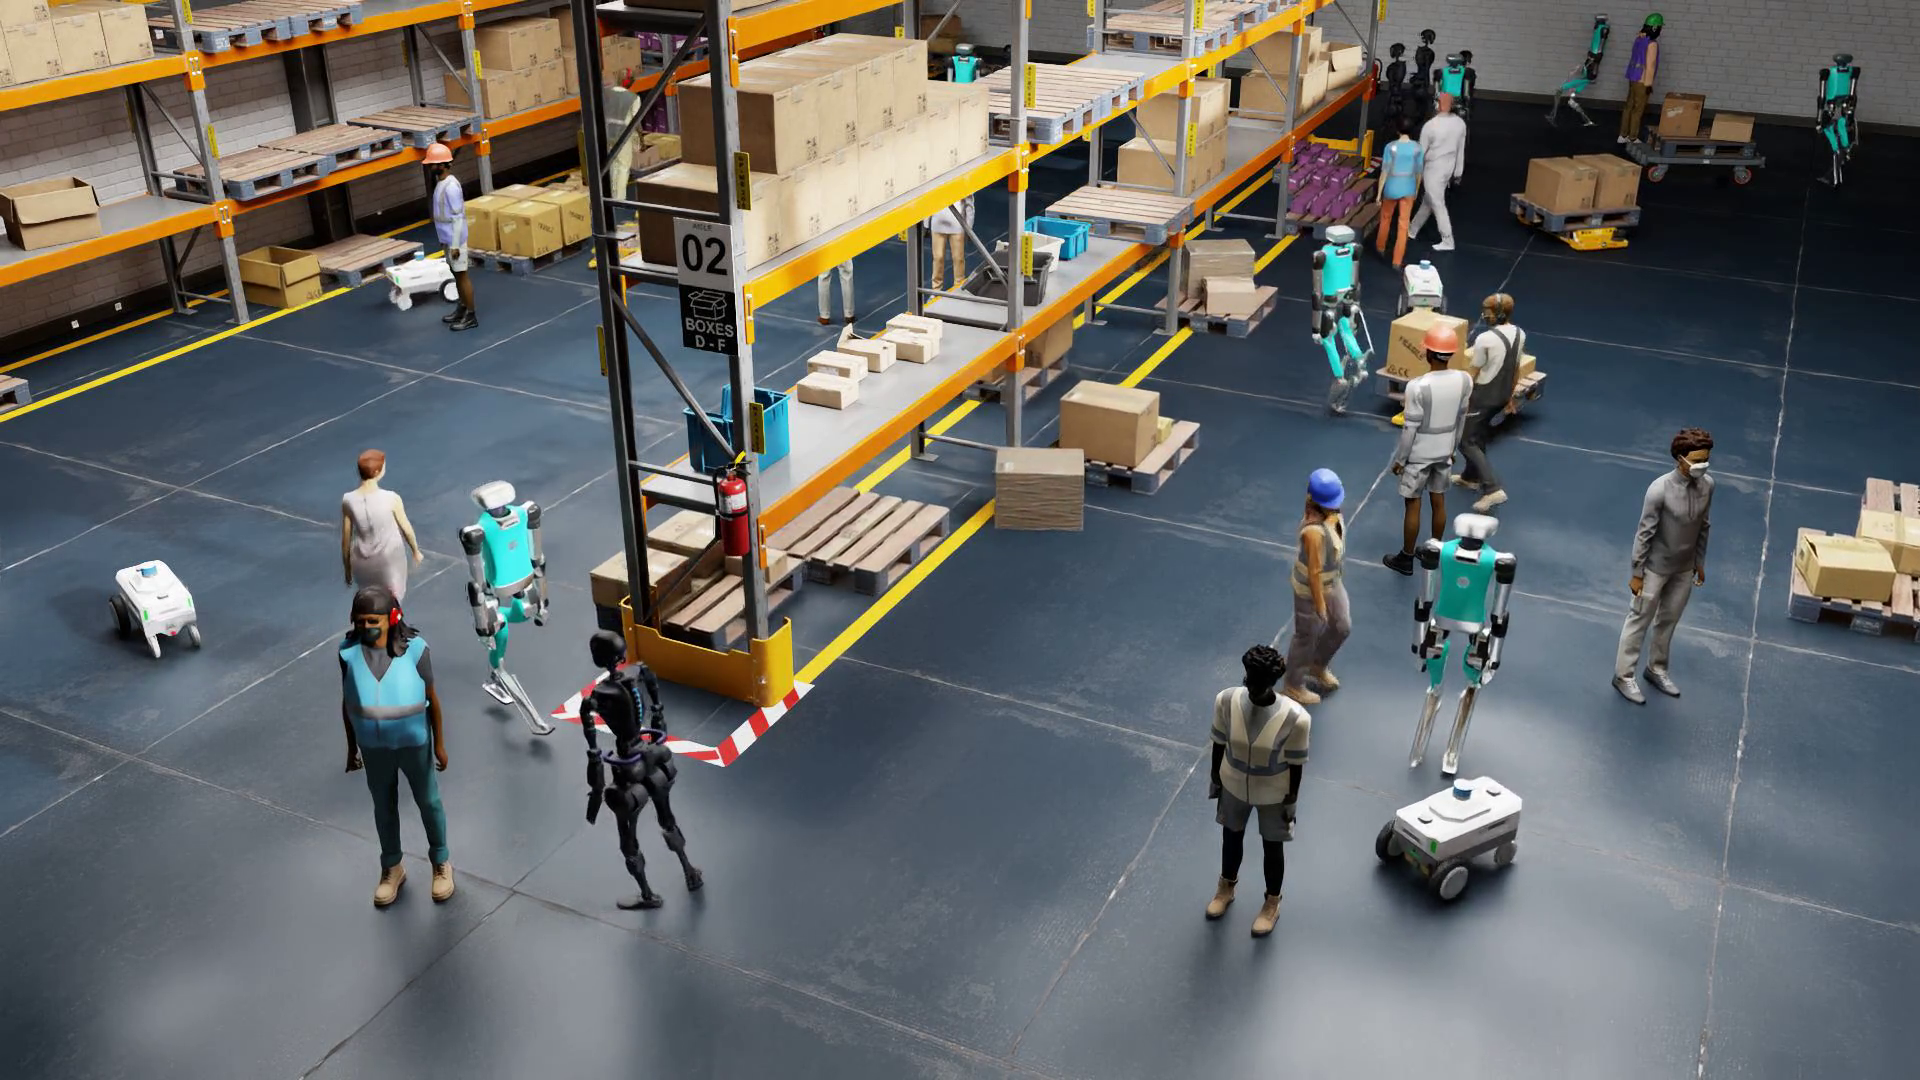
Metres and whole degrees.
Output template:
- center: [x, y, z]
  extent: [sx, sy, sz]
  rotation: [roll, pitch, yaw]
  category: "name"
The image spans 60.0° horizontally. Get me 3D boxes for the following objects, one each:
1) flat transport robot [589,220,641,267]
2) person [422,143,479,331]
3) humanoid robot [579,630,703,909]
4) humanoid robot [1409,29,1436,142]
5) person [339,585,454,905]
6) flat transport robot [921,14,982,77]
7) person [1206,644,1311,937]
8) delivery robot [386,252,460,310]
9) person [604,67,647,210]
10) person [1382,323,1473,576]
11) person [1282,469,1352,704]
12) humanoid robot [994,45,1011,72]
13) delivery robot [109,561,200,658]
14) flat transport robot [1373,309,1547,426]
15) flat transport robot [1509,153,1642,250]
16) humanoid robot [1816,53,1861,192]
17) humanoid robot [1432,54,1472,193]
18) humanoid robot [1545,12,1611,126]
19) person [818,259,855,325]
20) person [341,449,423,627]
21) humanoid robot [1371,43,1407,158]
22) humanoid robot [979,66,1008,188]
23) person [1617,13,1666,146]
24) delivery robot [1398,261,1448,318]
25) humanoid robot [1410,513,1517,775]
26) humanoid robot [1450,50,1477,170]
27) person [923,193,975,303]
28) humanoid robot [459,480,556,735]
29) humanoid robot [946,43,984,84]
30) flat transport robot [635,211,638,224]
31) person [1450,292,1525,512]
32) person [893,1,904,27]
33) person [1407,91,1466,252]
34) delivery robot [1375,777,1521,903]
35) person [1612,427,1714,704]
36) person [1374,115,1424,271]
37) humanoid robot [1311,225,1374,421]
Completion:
- center: [-3.913, -3.531, 19.910]
  extent: [0.659, 0.231, 1.431]
  rotation: [3, 26, 6]
  category: "flat transport robot"
- center: [-5.285, -3.140, 17.242]
  extent: [0.354, 1.938, 0.544]
  rotation: [-13, 29, -25]
  category: "person"
- center: [-1.668, 1.225, 8.724]
  extent: [0.457, 1.647, 0.596]
  rotation: [16, 31, 30]
  category: "humanoid robot"
- center: [6.915, -6.811, 24.948]
  extent: [0.373, 1.641, 0.583]
  rotation: [0, 26, 1]
  category: "humanoid robot"
- center: [-2.981, 1.079, 8.800]
  extent: [0.529, 1.866, 0.389]
  rotation: [-2, 26, -4]
  category: "person"
- center: [-0.400, -8.637, 30.225]
  extent: [0.659, 0.231, 1.431]
  rotation: [16, 31, 29]
  category: "flat transport robot"
- center: [1.522, 1.277, 8.596]
  extent: [0.528, 1.688, 0.323]
  rotation: [14, 30, 26]
  category: "person"
- center: [-5.874, -2.866, 18.230]
  extent: [0.773, 0.582, 0.499]
  rotation: [-17, 31, -31]
  category: "delivery robot"
- center: [-4.361, -5.206, 21.559]
  extent: [0.617, 1.804, 0.528]
  rotation: [12, 29, 23]
  category: "person"
- center: [3.433, -0.660, 12.233]
  extent: [0.541, 1.938, 0.354]
  rotation: [-10, 28, -19]
  category: "person"
- center: [2.281, 0.294, 10.542]
  extent: [0.400, 1.732, 0.555]
  rotation: [18, 32, 32]
  category: "person"
- center: [0.697, -6.211, 23.722]
  extent: [0.599, 1.657, 0.315]
  rotation: [-10, 28, -20]
  category: "humanoid robot"
- center: [-5.603, 0.433, 11.590]
  extent: [0.499, 0.603, 0.794]
  rotation: [-20, 32, -34]
  category: "delivery robot"
- center: [4.623, -1.264, 15.331]
  extent: [0.659, 0.231, 1.431]
  rotation: [22, 34, 37]
  category: "flat transport robot"
- center: [7.585, -3.888, 20.631]
  extent: [0.659, 0.231, 1.431]
  rotation: [-6, 27, -12]
  category: "flat transport robot"
- center: [11.950, -5.606, 22.470]
  extent: [0.559, 1.761, 0.983]
  rotation: [-1, 26, -3]
  category: "humanoid robot"
- center: [6.690, -5.566, 22.426]
  extent: [0.565, 1.801, 0.936]
  rotation: [-2, 26, -5]
  category: "humanoid robot"
- center: [9.571, -7.309, 25.929]
  extent: [0.998, 1.774, 0.531]
  rotation: [3, 26, 6]
  category: "humanoid robot"
- center: [-1.330, -3.154, 17.343]
  extent: [0.554, 1.875, 0.408]
  rotation: [-4, 27, -9]
  category: "person"
- center: [-3.795, 0.145, 10.962]
  extent: [0.443, 1.605, 0.894]
  rotation: [2, 26, 4]
  category: "person"
- center: [6.327, -6.313, 23.972]
  extent: [0.667, 1.632, 0.612]
  rotation: [15, 30, 27]
  category: "humanoid robot"
- center: [0.326, -5.578, 22.514]
  extent: [0.661, 1.646, 0.590]
  rotation: [-11, 28, -21]
  category: "humanoid robot"
- center: [10.123, -6.835, 24.711]
  extent: [0.419, 1.929, 0.545]
  rotation: [-3, 26, -5]
  category: "person"
- center: [4.982, -2.723, 17.921]
  extent: [0.499, 0.563, 0.738]
  rotation: [4, 27, 7]
  category: "delivery robot"
- center: [2.986, 0.594, 9.915]
  extent: [0.530, 1.798, 0.675]
  rotation: [12, 29, 22]
  category: "humanoid robot"
- center: [7.093, -6.083, 23.548]
  extent: [0.589, 1.648, 0.752]
  rotation: [-18, 31, -32]
  category: "humanoid robot"
- center: [-0.132, -3.401, 17.975]
  extent: [0.572, 1.747, 0.335]
  rotation: [6, 27, 12]
  category: "person"
- center: [-2.901, 0.394, 10.347]
  extent: [1.034, 1.737, 0.553]
  rotation: [21, 33, 36]
  category: "humanoid robot"
- center: [-0.007, -5.921, 23.189]
  extent: [0.548, 1.872, 0.764]
  rotation: [7, 27, 13]
  category: "humanoid robot"
- center: [-3.757, -4.235, 21.333]
  extent: [0.659, 0.231, 1.431]
  rotation: [-1, 26, -2]
  category: "flat transport robot"
- center: [4.243, -1.126, 13.317]
  extent: [0.524, 1.802, 0.713]
  rotation: [-16, 31, -30]
  category: "person"
- center: [-1.020, -9.400, 30.024]
  extent: [0.364, 1.824, 0.515]
  rotation: [0, 26, 0]
  category: "person"
- center: [5.698, -4.427, 19.943]
  extent: [0.644, 1.854, 0.954]
  rotation: [-18, 31, -32]
  category: "person"
- center: [2.731, 1.615, 9.214]
  extent: [0.811, 0.613, 0.499]
  rotation: [-14, 30, -27]
  category: "delivery robot"
- center: [4.514, 0.148, 10.655]
  extent: [0.548, 1.891, 0.401]
  rotation: [-9, 28, -17]
  category: "person"
- center: [5.088, -4.080, 19.360]
  extent: [0.517, 1.731, 0.869]
  rotation: [3, 26, 6]
  category: "person"
- center: [3.478, -1.869, 14.939]
  extent: [0.549, 1.827, 0.676]
  rotation: [-14, 30, -26]
  category: "humanoid robot"
